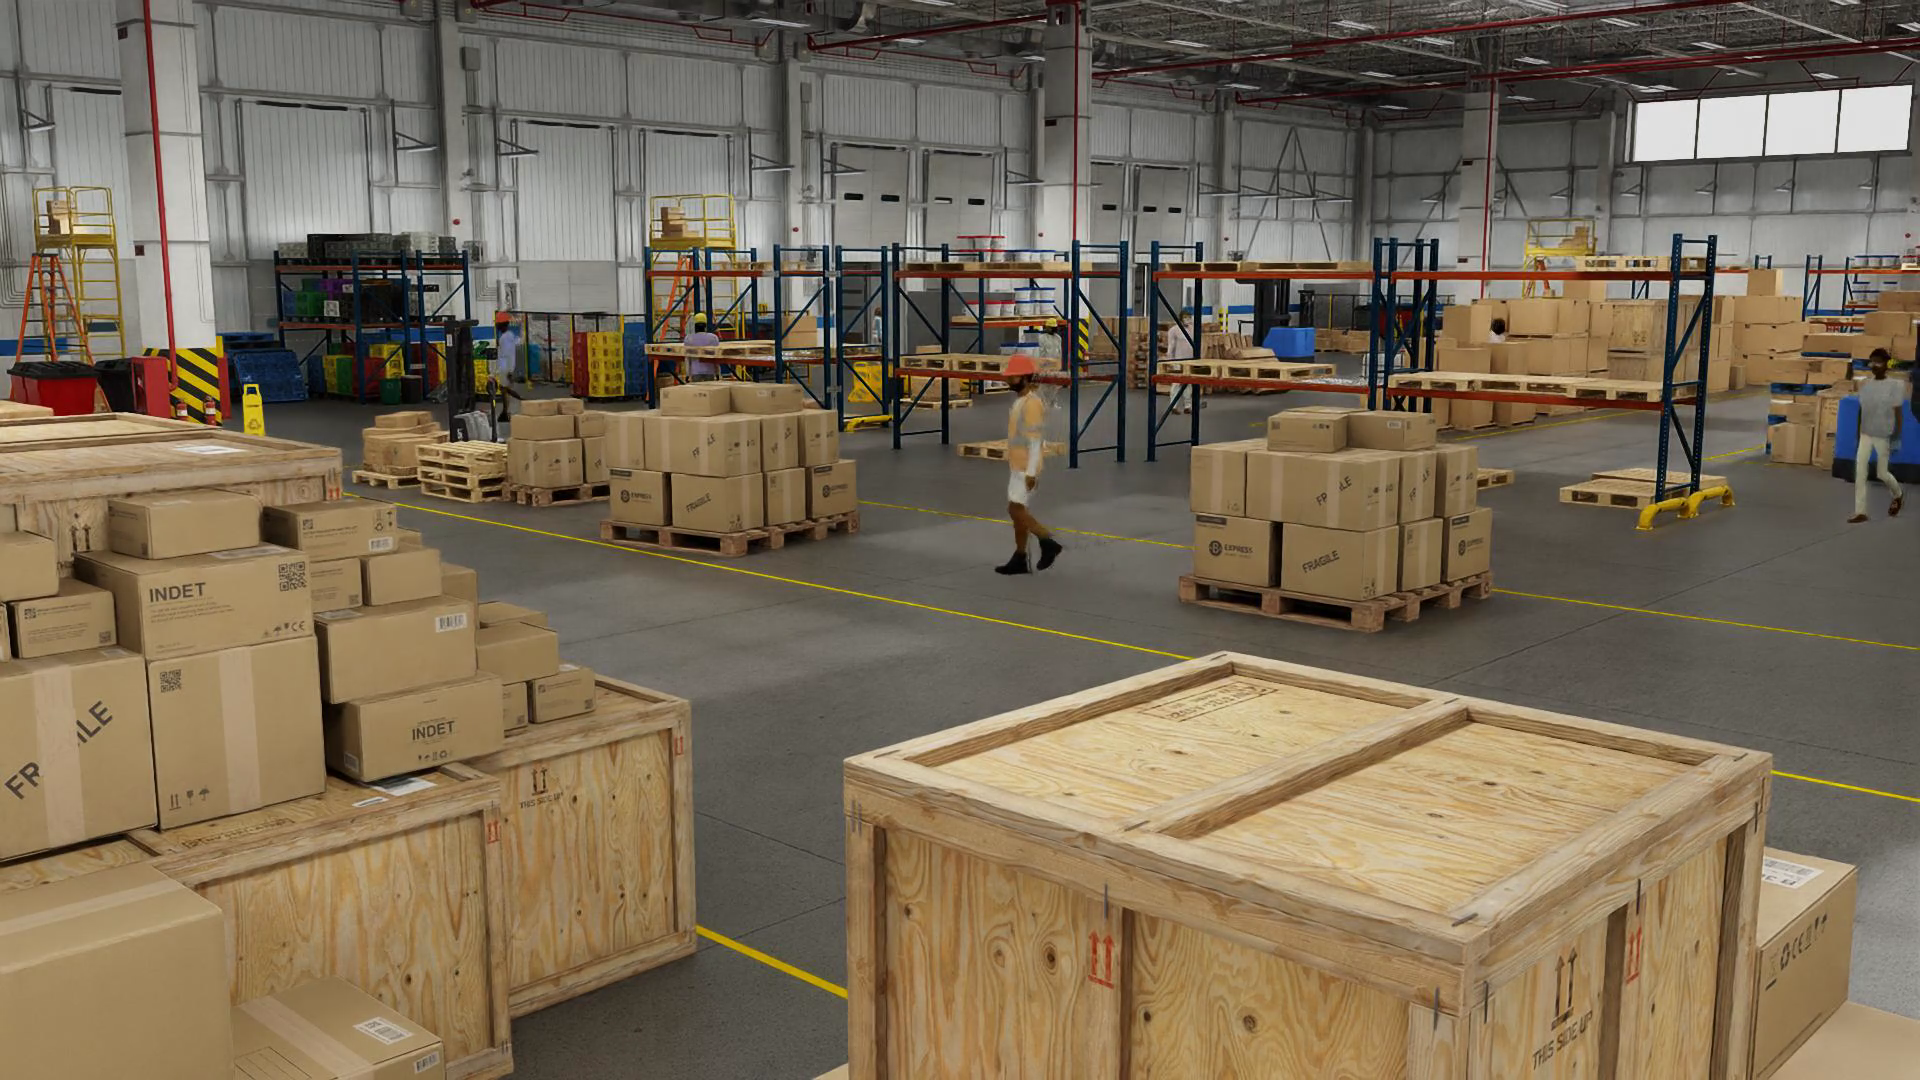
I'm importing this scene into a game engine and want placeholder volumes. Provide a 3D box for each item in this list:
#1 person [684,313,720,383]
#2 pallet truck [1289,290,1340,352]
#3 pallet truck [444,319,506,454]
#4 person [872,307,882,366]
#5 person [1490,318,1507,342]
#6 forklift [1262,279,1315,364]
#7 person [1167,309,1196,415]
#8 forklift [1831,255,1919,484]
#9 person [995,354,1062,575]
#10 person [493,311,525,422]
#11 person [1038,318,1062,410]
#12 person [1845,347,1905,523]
[{"bbox_3d":[-4.285,-2.807,27.664,0.587,1.930,0.363,-2,10,-14],"label":"person"},{"bbox_3d":[11.297,-6.951,52.861,1.885,1.965,0.823,-5,11,-29],"label":"pallet truck"},{"bbox_3d":[-6.981,-1.942,22.150,1.885,1.965,0.823,1,9,9],"label":"pallet truck"},{"bbox_3d":[-2.183,-5.400,44.483,0.321,1.632,0.524,-1,9,-5],"label":"person"},{"bbox_3d":[9.538,-3.059,29.648,0.980,1.792,0.653,8,12,42],"label":"person"},{"bbox_3d":[8.555,-6.090,44.881,1.873,2.768,1.129,9,13,43],"label":"forklift"},{"bbox_3d":[4.070,-3.240,30.340,0.623,1.932,0.381,-4,10,-22],"label":"person"},{"bbox_3d":[11.843,-2.064,20.201,1.873,2.768,1.129,9,13,43],"label":"forklift"},{"bbox_3d":[0.567,-0.643,14.396,0.464,1.928,0.561,-2,10,-14],"label":"person"},{"bbox_3d":[-7.834,-3.009,28.920,0.628,1.925,0.556,-3,10,-16],"label":"person"},{"bbox_3d":[1.717,-3.329,31.474,0.484,1.735,0.335,-5,10,-27],"label":"person"},{"bbox_3d":[9.654,-1.091,17.427,0.734,1.840,0.523,-5,11,-29],"label":"person"}]
